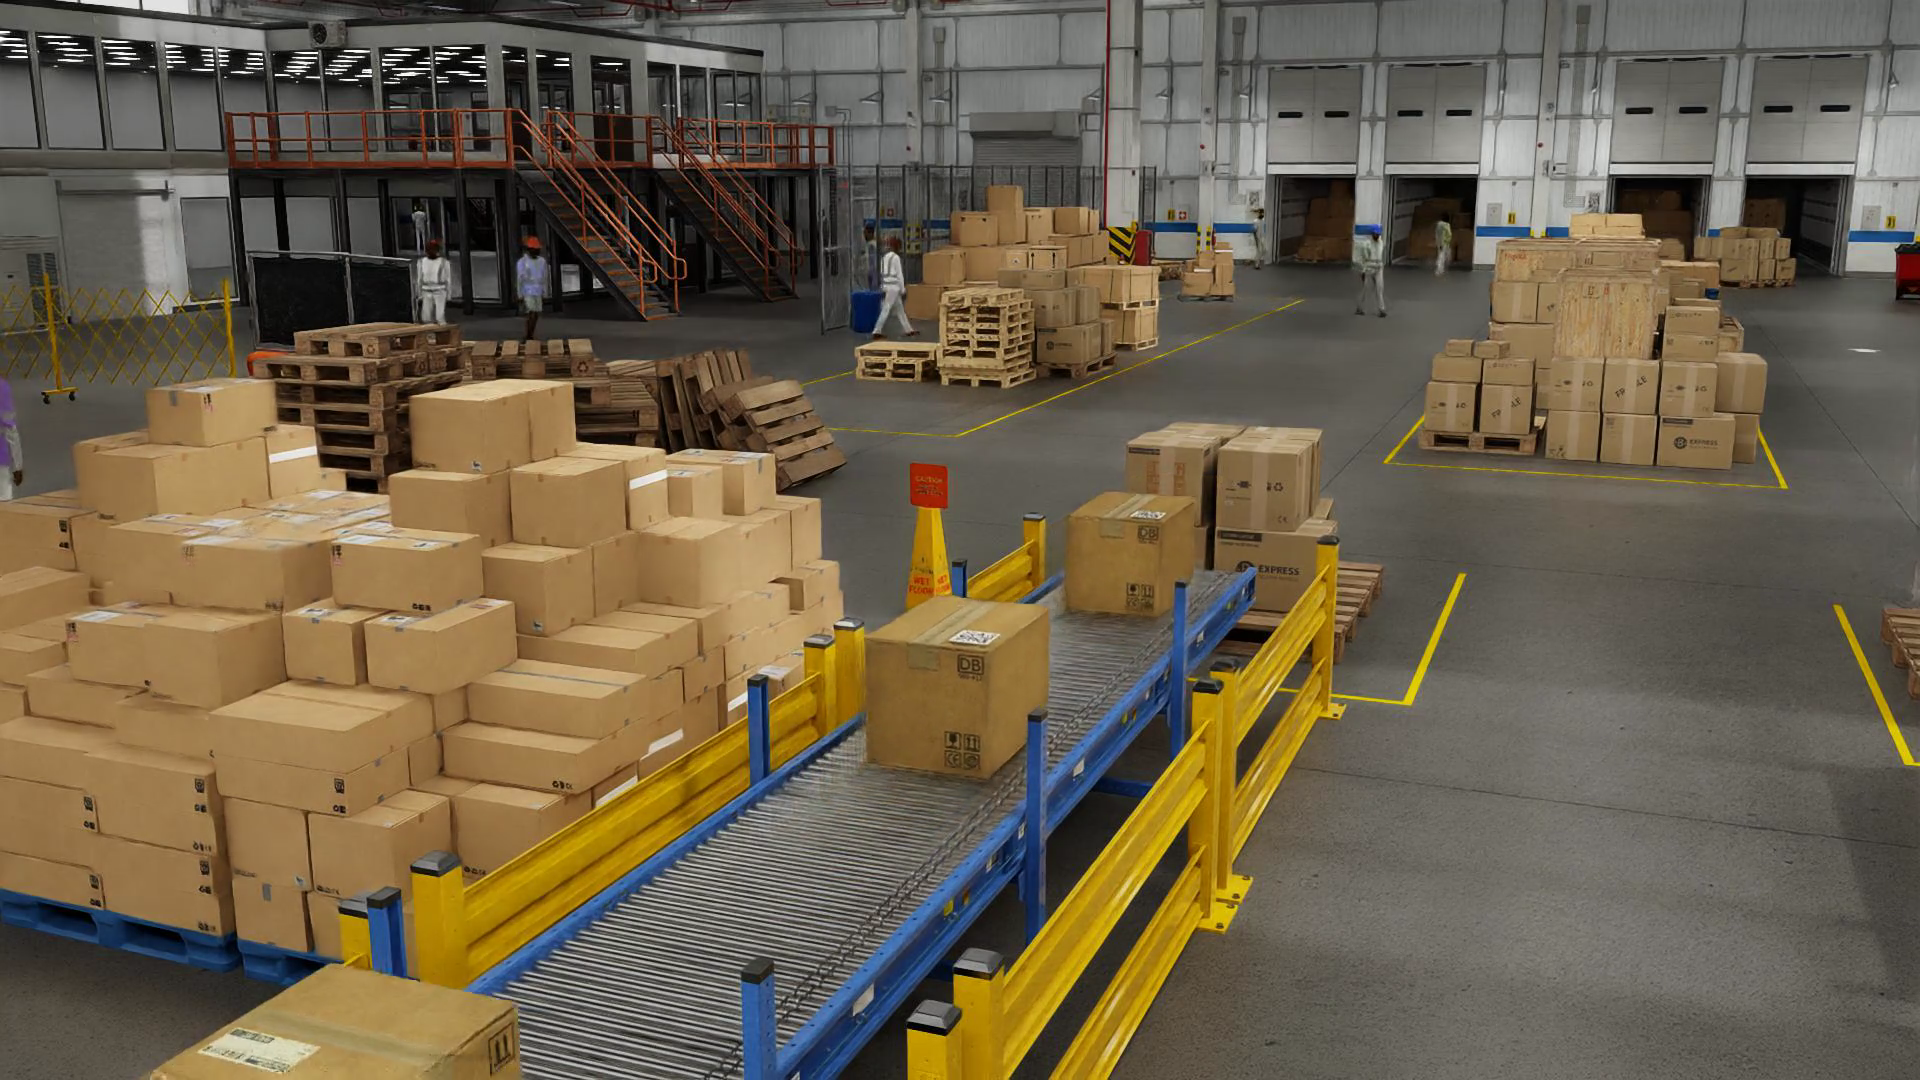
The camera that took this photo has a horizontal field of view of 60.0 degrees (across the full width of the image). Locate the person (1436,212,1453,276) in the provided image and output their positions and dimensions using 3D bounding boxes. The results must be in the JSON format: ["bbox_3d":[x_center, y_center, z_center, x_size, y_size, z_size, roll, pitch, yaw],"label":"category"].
[{"bbox_3d":[13.801,-8.427,47.372,0.484,1.824,0.661,8,15,32],"label":"person"}]

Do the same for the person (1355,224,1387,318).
[{"bbox_3d":[8.525,-5.578,34.445,0.635,1.903,1.004,-3,13,-13],"label":"person"}]

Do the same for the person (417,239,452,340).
[{"bbox_3d":[-8.693,-4.020,27.490,0.602,1.872,0.413,1,13,6],"label":"person"}]

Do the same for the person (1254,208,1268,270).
[{"bbox_3d":[9.080,-9.079,50.235,0.404,1.851,0.549,11,17,41],"label":"person"}]

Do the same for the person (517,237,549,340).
[{"bbox_3d":[-7.211,-4.163,28.095,0.643,1.895,0.546,10,16,37],"label":"person"}]

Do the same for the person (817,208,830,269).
[{"bbox_3d":[-4.197,-9.181,50.707,0.504,1.847,0.345,-9,15,-35],"label":"person"}]

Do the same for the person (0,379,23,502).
[{"bbox_3d":[-6.967,-0.524,11.775,0.542,1.885,0.923,-5,13,-20],"label":"person"}]

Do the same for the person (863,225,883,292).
[{"bbox_3d":[-1.768,-5.432,33.751,0.397,1.911,0.587,0,13,2],"label":"person"}]

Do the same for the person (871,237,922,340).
[{"bbox_3d":[-1.162,-4.491,29.715,1.008,1.826,0.602,-5,13,-19],"label":"person"}]
